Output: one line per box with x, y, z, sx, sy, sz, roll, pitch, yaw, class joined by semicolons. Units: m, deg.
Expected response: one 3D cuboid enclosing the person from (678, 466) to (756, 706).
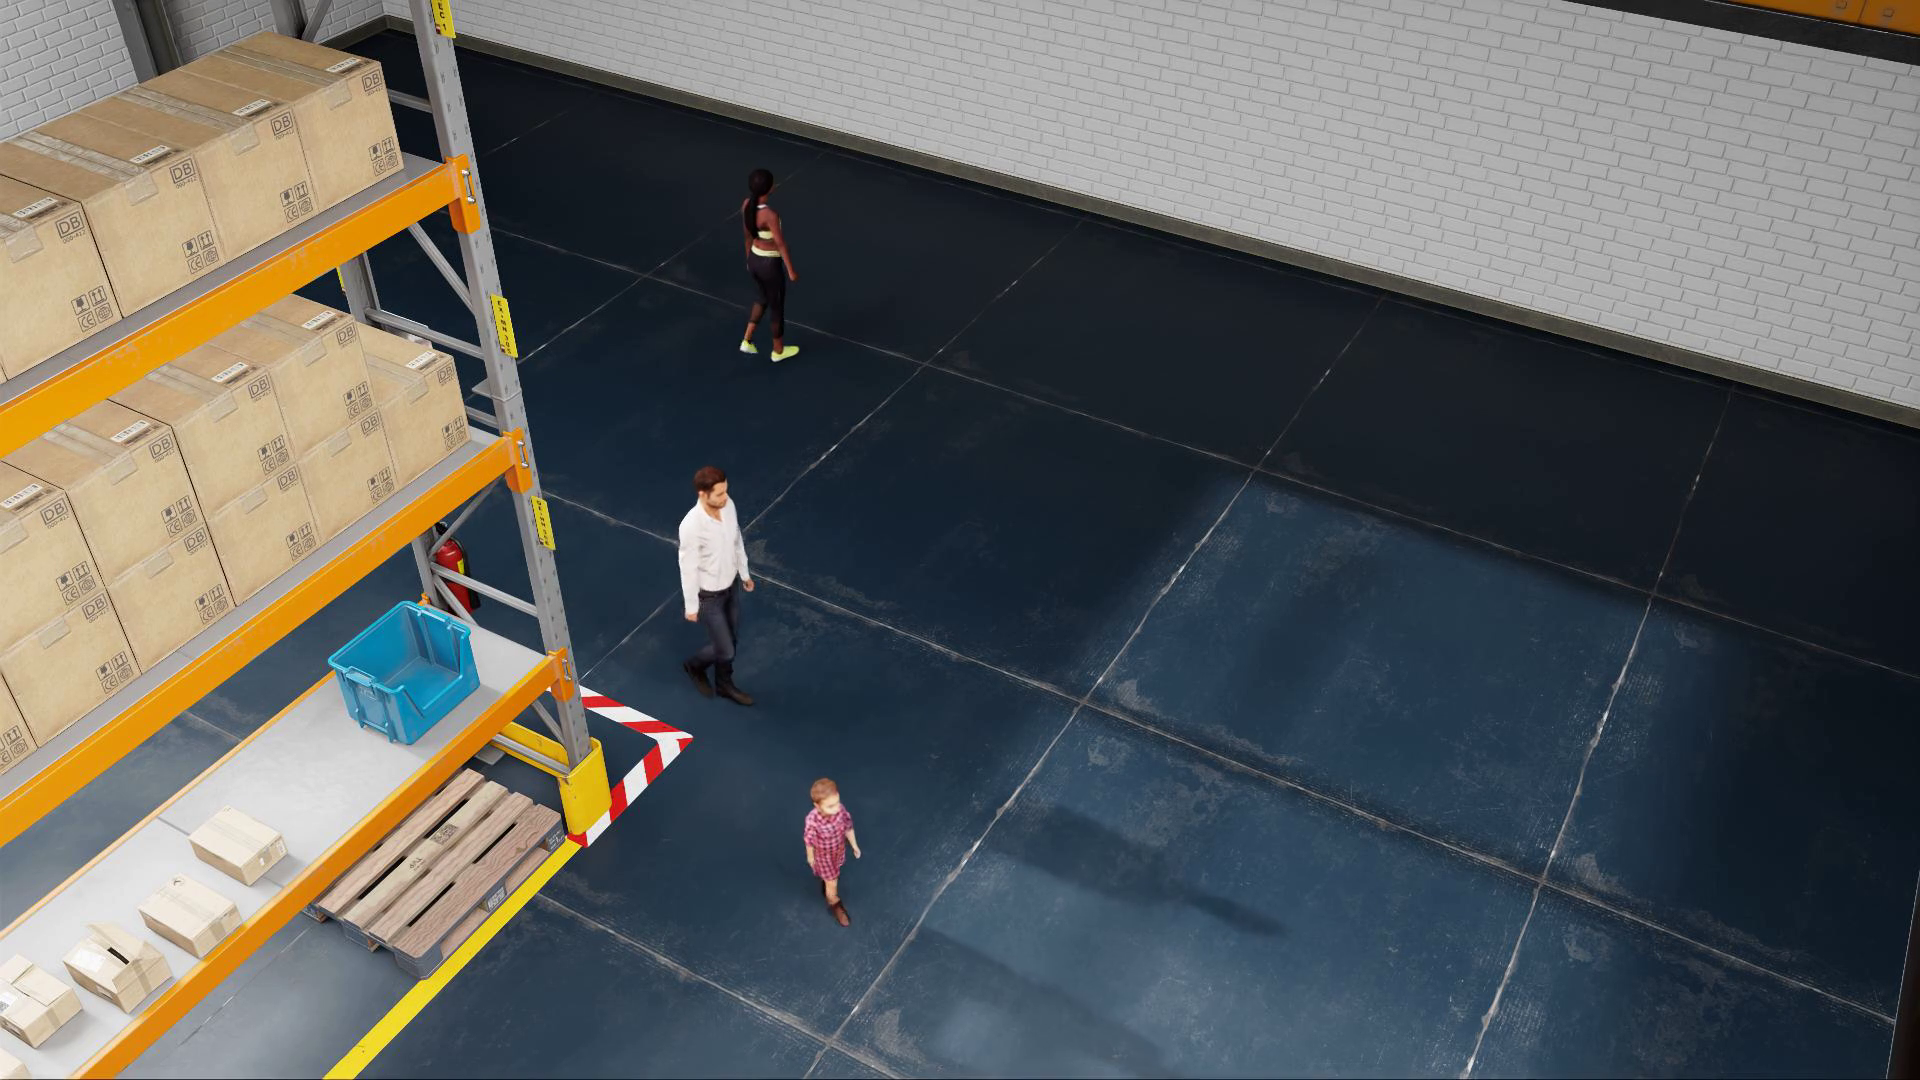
-1.607;0.295;10.377;0.746;1.852;0.643;18;42;22;person

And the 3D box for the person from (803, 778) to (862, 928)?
-0.755;1.681;9.313;0.522;1.013;0.561;-30;47;-32;person

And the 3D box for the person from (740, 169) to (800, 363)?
-1.630;-2.184;13.567;0.835;1.744;0.706;-31;48;-33;person
